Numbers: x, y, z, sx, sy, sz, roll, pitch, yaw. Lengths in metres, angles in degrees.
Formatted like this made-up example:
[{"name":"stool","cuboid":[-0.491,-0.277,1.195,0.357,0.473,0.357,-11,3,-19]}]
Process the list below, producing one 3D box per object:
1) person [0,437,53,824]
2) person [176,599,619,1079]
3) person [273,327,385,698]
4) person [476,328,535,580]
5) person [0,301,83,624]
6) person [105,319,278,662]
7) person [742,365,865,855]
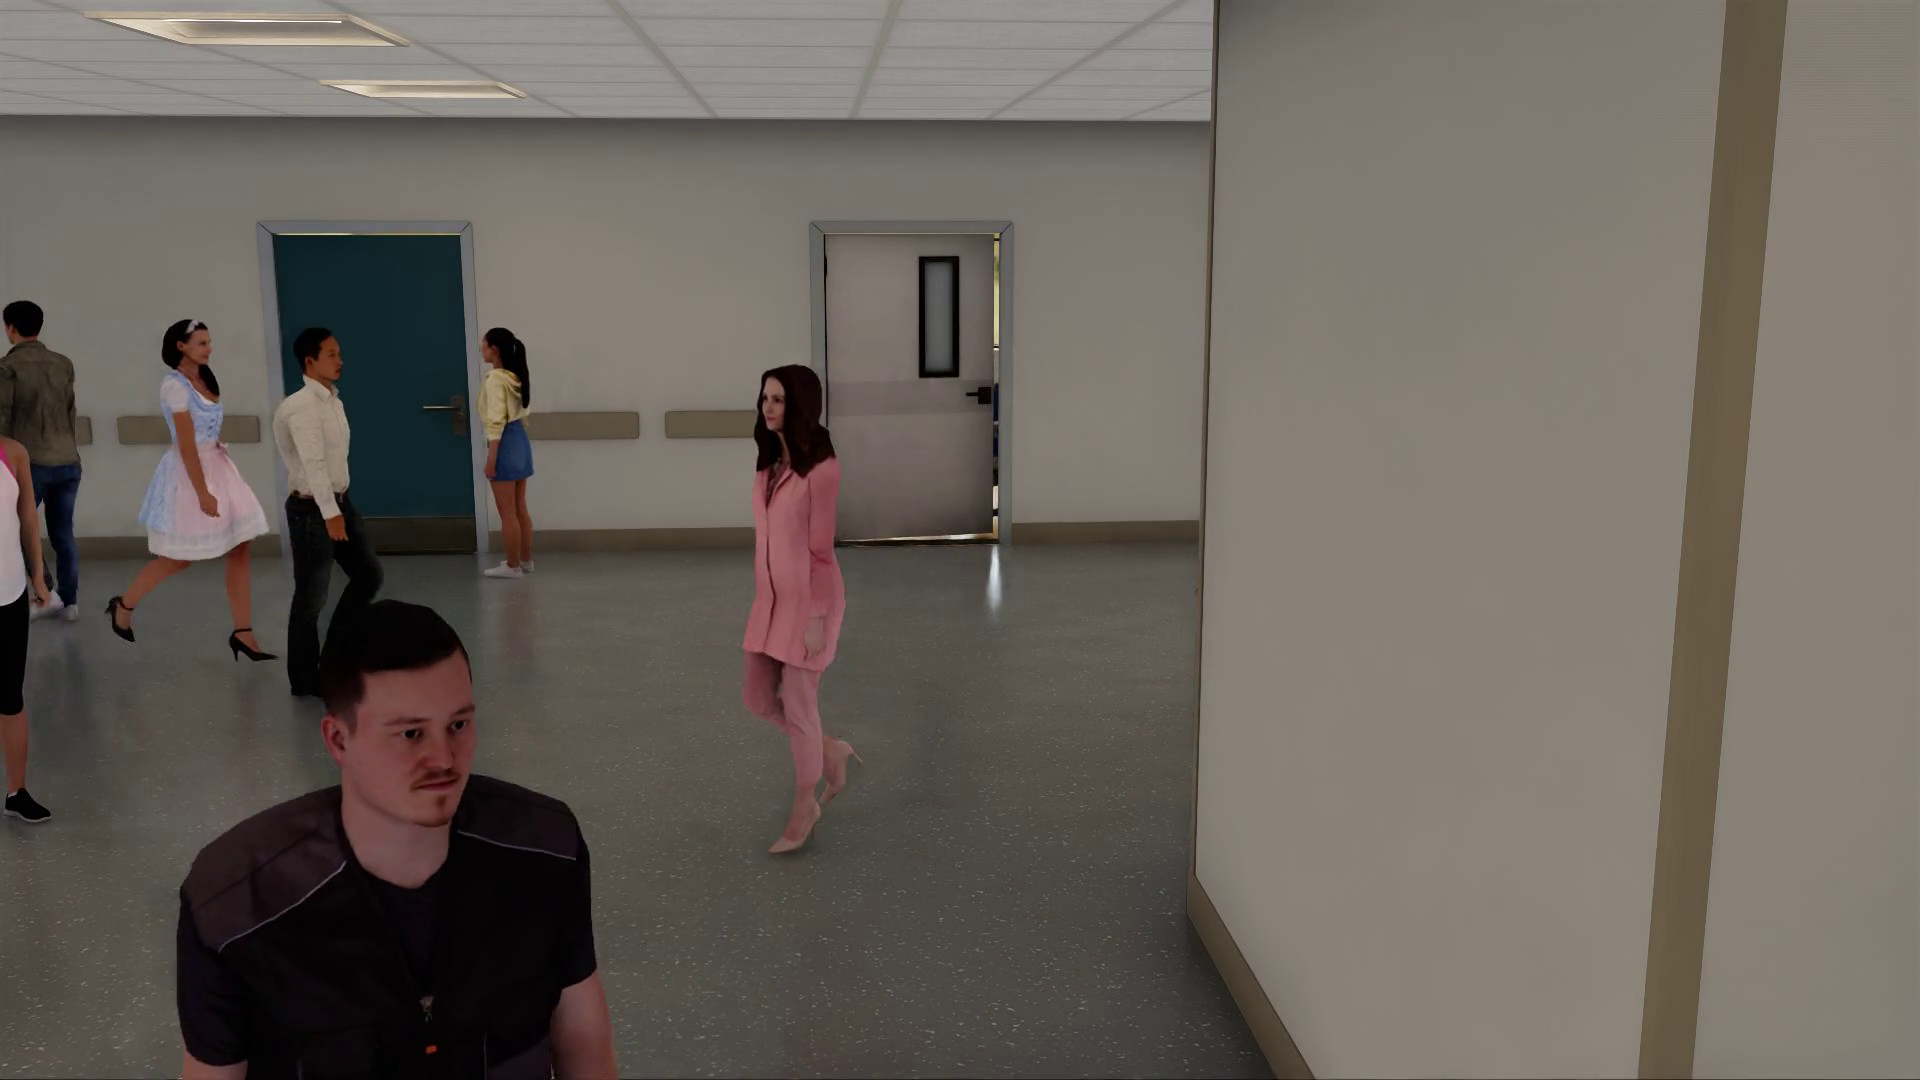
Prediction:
[{"name":"person","cuboid":[-3.713,0.218,6.288,0.658,1.786,0.740,-10,15,-44]},{"name":"person","cuboid":[-0.831,0.964,2.333,1.253,1.796,1.201,-8,13,-36]},{"name":"person","cuboid":[-3.178,-0.114,8.017,0.702,1.794,0.697,1,11,3]},{"name":"person","cuboid":[-2.949,-0.570,10.857,0.648,1.632,0.695,2,11,10]},{"name":"person","cuboid":[-5.179,-0.426,9.508,0.824,1.851,0.816,5,12,26]},{"name":"person","cuboid":[-4.009,-0.207,8.543,1.157,1.781,0.797,1,11,5]},{"name":"person","cuboid":[-0.527,0.255,6.093,0.824,1.787,0.888,10,15,43]}]
